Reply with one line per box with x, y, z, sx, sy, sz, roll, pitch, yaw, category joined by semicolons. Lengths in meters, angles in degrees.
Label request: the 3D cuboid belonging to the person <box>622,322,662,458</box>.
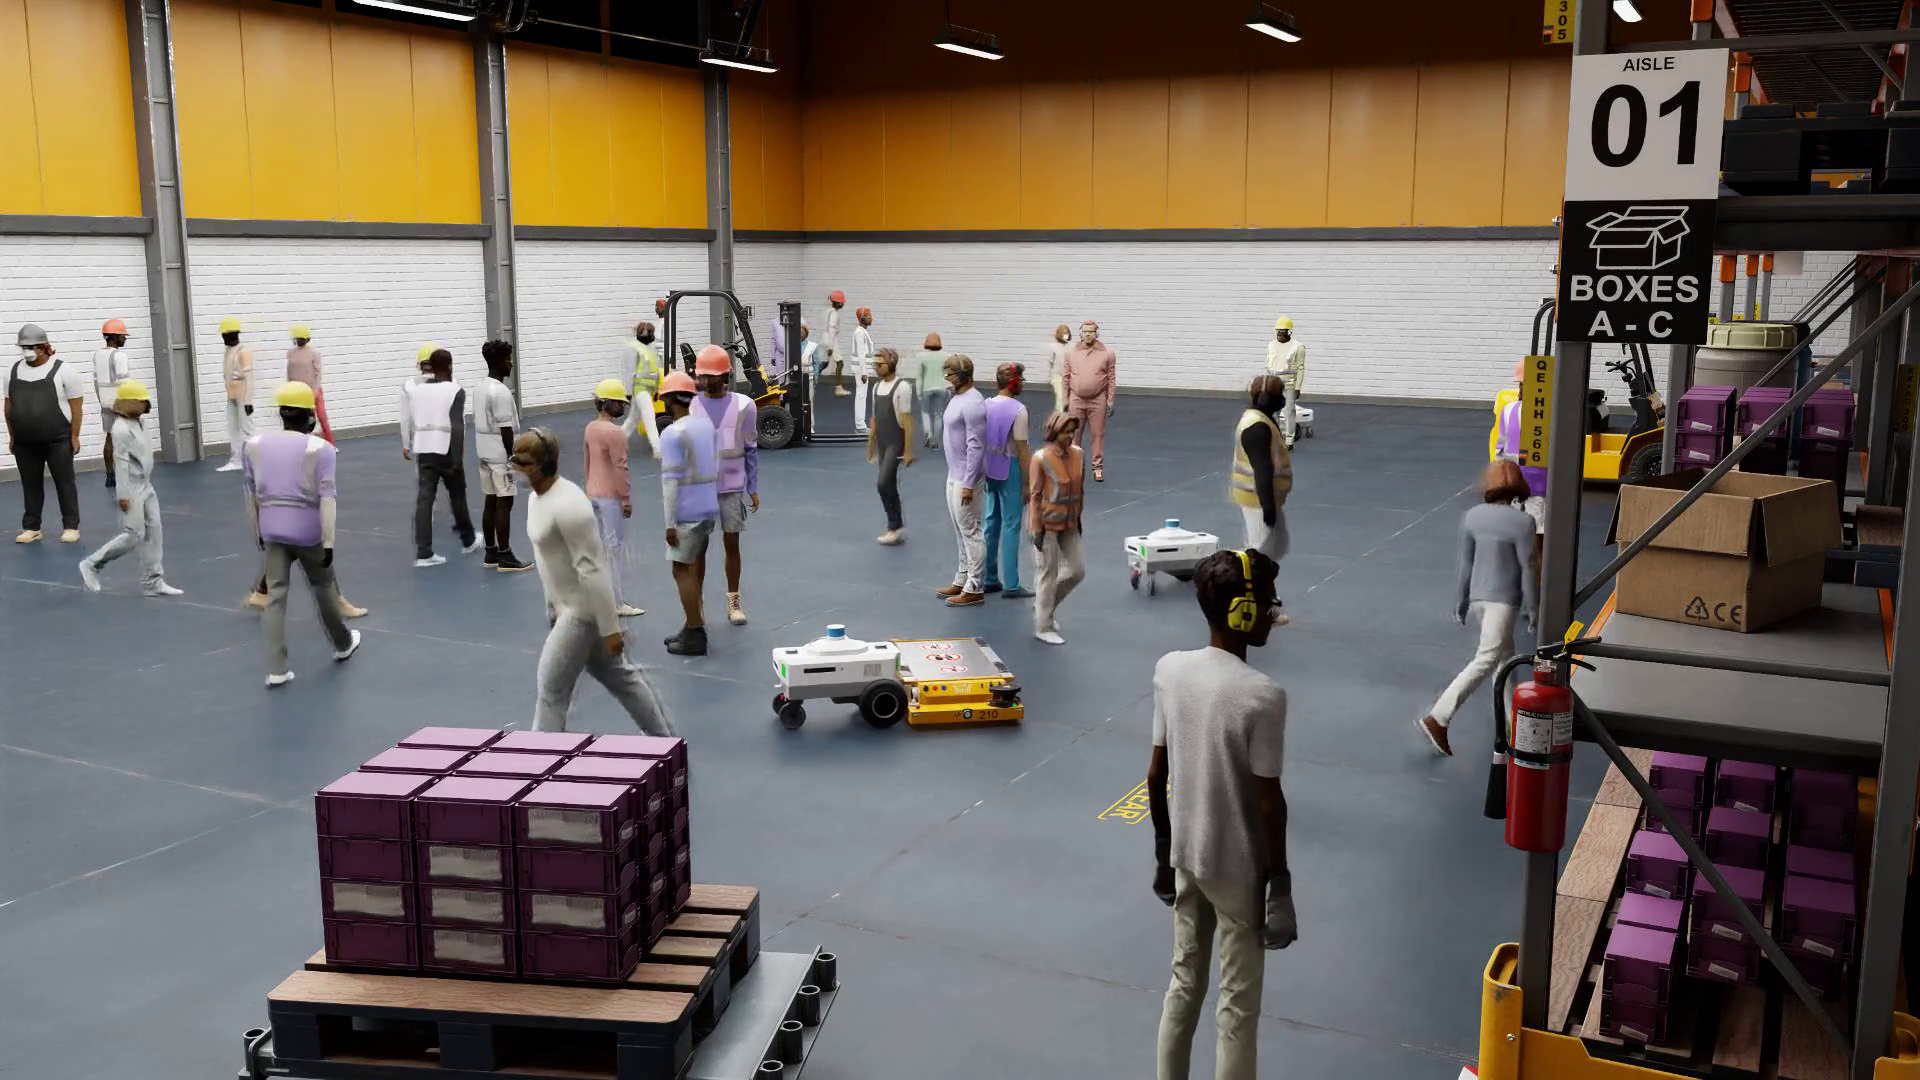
-4.221;-1.959;21.868;0.931;1.808;0.647;2;10;12;person

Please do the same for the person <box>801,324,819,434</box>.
-2.352;-2.391;24.731;0.513;1.641;0.307;-1;10;-6;person

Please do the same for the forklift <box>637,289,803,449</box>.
-3.358;-2.392;23.136;2.313;2.155;1.214;-1;10;-5;forklift

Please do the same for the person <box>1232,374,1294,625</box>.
2.195;-0.289;12.037;0.441;1.828;0.628;3;10;17;person

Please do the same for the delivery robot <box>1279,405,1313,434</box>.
4.785;-1.771;24.009;0.477;0.478;0.707;9;13;42;delivery robot

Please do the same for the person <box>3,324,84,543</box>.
-8.508;-0.981;15.410;0.684;2.000;0.536;-1;10;-5;person

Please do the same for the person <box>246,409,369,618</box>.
-4.849;-0.228;12.158;0.841;1.662;0.533;-3;10;-15;person

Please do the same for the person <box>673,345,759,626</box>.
-1.745;-0.381;11.954;0.613;2.033;0.398;-2;10;-13;person

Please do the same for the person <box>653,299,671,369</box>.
-5.161;-3.227;28.864;0.351;1.884;0.582;-9;13;-41;person

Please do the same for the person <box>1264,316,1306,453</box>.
4.354;-2.098;22.471;0.589;1.834;0.403;9;13;41;person

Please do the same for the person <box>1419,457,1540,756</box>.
2.856;0.352;9.026;0.820;1.596;0.547;-4;11;-22;person

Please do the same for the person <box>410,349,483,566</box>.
-4.535;-0.736;14.569;0.603;1.838;1.014;3;10;16;person

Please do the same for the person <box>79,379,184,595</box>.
-6.492;-0.393;12.937;0.644;1.725;0.488;-1;10;-6;person

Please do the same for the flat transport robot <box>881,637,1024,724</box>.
-0.078;0.822;10.087;0.652;0.197;1.431;-2;10;-10;flat transport robot

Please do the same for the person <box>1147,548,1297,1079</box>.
0.754;0.947;4.765;0.333;1.864;0.520;-7;12;-36;person

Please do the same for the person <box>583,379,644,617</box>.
-2.593;-0.313;12.351;0.329;1.763;0.523;-8;13;-39;person

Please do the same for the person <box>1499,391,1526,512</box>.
4.663;-0.494;13.752;0.514;1.639;0.314;-3;10;-14;person

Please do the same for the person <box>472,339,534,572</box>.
-3.896;-0.715;14.084;0.362;1.965;0.611;-8;12;-37;person

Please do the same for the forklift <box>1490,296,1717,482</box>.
7.296;-1.677;18.993;2.313;2.155;1.214;5;11;27;forklift

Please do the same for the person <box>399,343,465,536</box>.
-5.006;-0.946;15.805;0.591;1.834;0.404;-4;11;-24;person

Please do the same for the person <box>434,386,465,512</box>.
-5.354;-1.098;17.083;0.535;1.697;0.318;0;10;0;person

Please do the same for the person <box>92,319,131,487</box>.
-9.646;-1.559;19.064;0.551;1.933;0.369;5;11;29;person

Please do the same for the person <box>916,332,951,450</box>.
-0.355;-2.031;22.708;0.504;1.622;0.379;-1;10;-6;person

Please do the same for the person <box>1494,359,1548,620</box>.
4.165;-0.381;12.228;0.366;1.939;0.542;-10;14;-44;person

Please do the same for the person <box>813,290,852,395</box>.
-2.520;-3.704;31.363;0.866;2.002;0.648;-3;10;-14;person

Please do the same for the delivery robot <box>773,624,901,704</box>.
-0.710;0.728;9.540;0.707;0.478;0.477;-2;10;-13;delivery robot

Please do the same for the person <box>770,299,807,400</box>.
-2.912;-3.112;28.133;0.653;1.906;0.408;3;10;18;person

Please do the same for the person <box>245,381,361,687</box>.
-4.202;-0.064;10.578;0.611;1.878;0.973;0;10;0;person

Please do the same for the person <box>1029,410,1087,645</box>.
0.661;-0.087;11.435;0.566;1.619;0.382;-10;14;-44;person

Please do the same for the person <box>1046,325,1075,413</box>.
1.594;-2.432;25.074;0.513;1.592;0.820;-5;11;-26;person

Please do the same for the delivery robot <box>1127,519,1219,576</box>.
1.700;0.076;13.316;0.707;0.478;0.477;-3;10;-18;delivery robot

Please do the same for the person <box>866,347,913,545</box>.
-0.684;-0.850;15.268;0.497;1.825;0.535;-7;12;-36;person

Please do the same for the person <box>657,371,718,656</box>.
-1.832;-0.190;11.281;0.532;1.886;0.589;4;11;22;person

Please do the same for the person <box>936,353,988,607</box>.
0.027;-0.461;12.708;0.371;1.935;0.627;-2;10;-11;person

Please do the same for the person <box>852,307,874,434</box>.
-1.430;-2.498;24.646;0.355;1.884;0.574;-1;10;-4;person

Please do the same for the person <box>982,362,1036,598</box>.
0.340;-0.467;13.000;0.372;1.843;0.571;-7;12;-36;person

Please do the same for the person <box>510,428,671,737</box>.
-1.888;0.369;8.156;1.106;1.864;0.686;-4;11;-24;person

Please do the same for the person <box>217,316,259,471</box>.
-8.881;-1.792;20.513;0.620;1.937;0.484;9;13;42;person

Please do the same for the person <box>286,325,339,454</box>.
-8.690;-1.993;22.144;0.765;1.739;0.415;2;10;12;person

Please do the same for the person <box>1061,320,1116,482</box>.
1.506;-1.633;19.569;0.639;1.911;0.402;1;10;8;person
